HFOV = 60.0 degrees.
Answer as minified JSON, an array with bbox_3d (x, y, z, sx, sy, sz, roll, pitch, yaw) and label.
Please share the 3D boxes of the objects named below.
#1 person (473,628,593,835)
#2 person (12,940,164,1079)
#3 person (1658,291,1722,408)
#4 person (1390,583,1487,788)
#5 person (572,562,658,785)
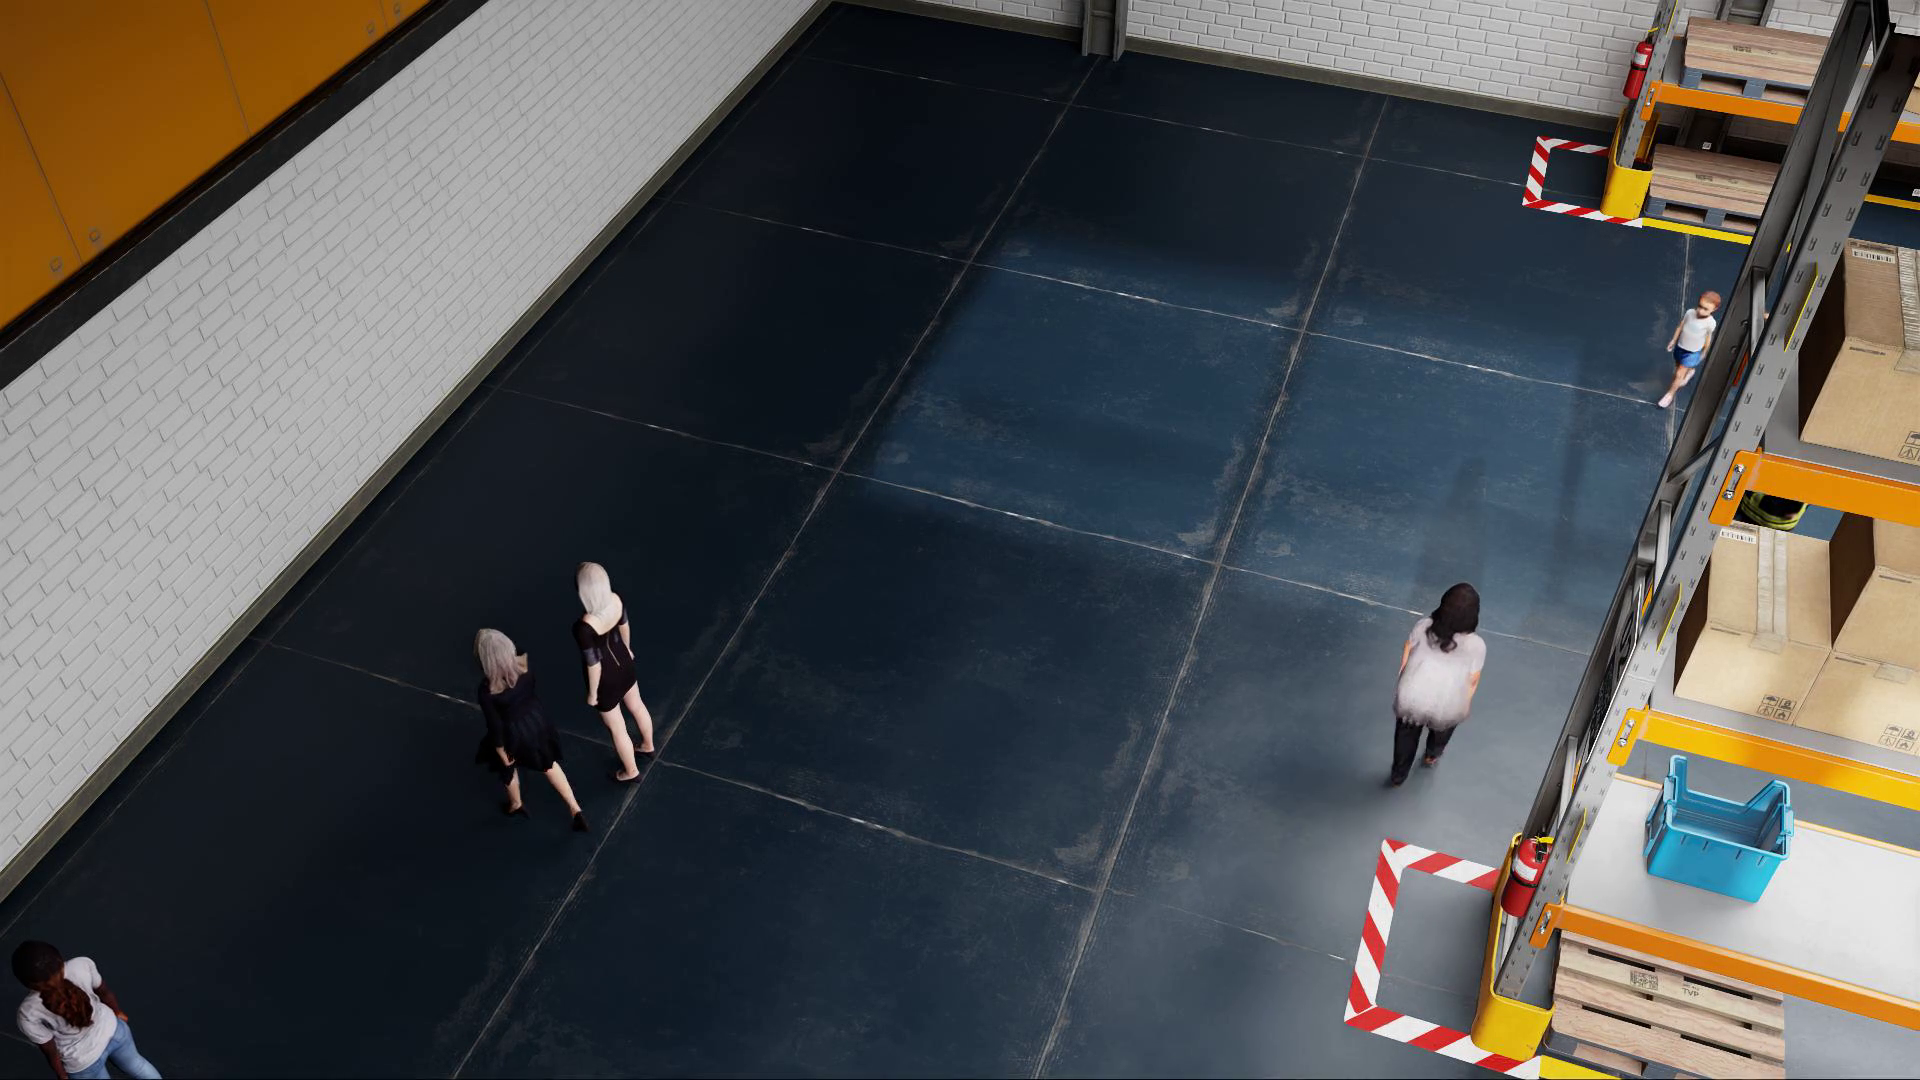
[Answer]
[{"bbox_3d":[-2.514,1.145,9.758,0.983,1.727,0.747,24,49,23],"label":"person"},{"bbox_3d":[-4.336,2.526,8.315,0.517,1.719,0.593,16,46,16],"label":"person"},{"bbox_3d":[5.775,-1.547,13.107,0.709,1.005,0.706,-26,49,-25],"label":"person"},{"bbox_3d":[2.848,0.943,10.068,0.770,1.593,0.764,20,47,20],"label":"person"},{"bbox_3d":[-2.104,0.807,10.039,0.529,1.829,0.607,18,47,18],"label":"person"}]
